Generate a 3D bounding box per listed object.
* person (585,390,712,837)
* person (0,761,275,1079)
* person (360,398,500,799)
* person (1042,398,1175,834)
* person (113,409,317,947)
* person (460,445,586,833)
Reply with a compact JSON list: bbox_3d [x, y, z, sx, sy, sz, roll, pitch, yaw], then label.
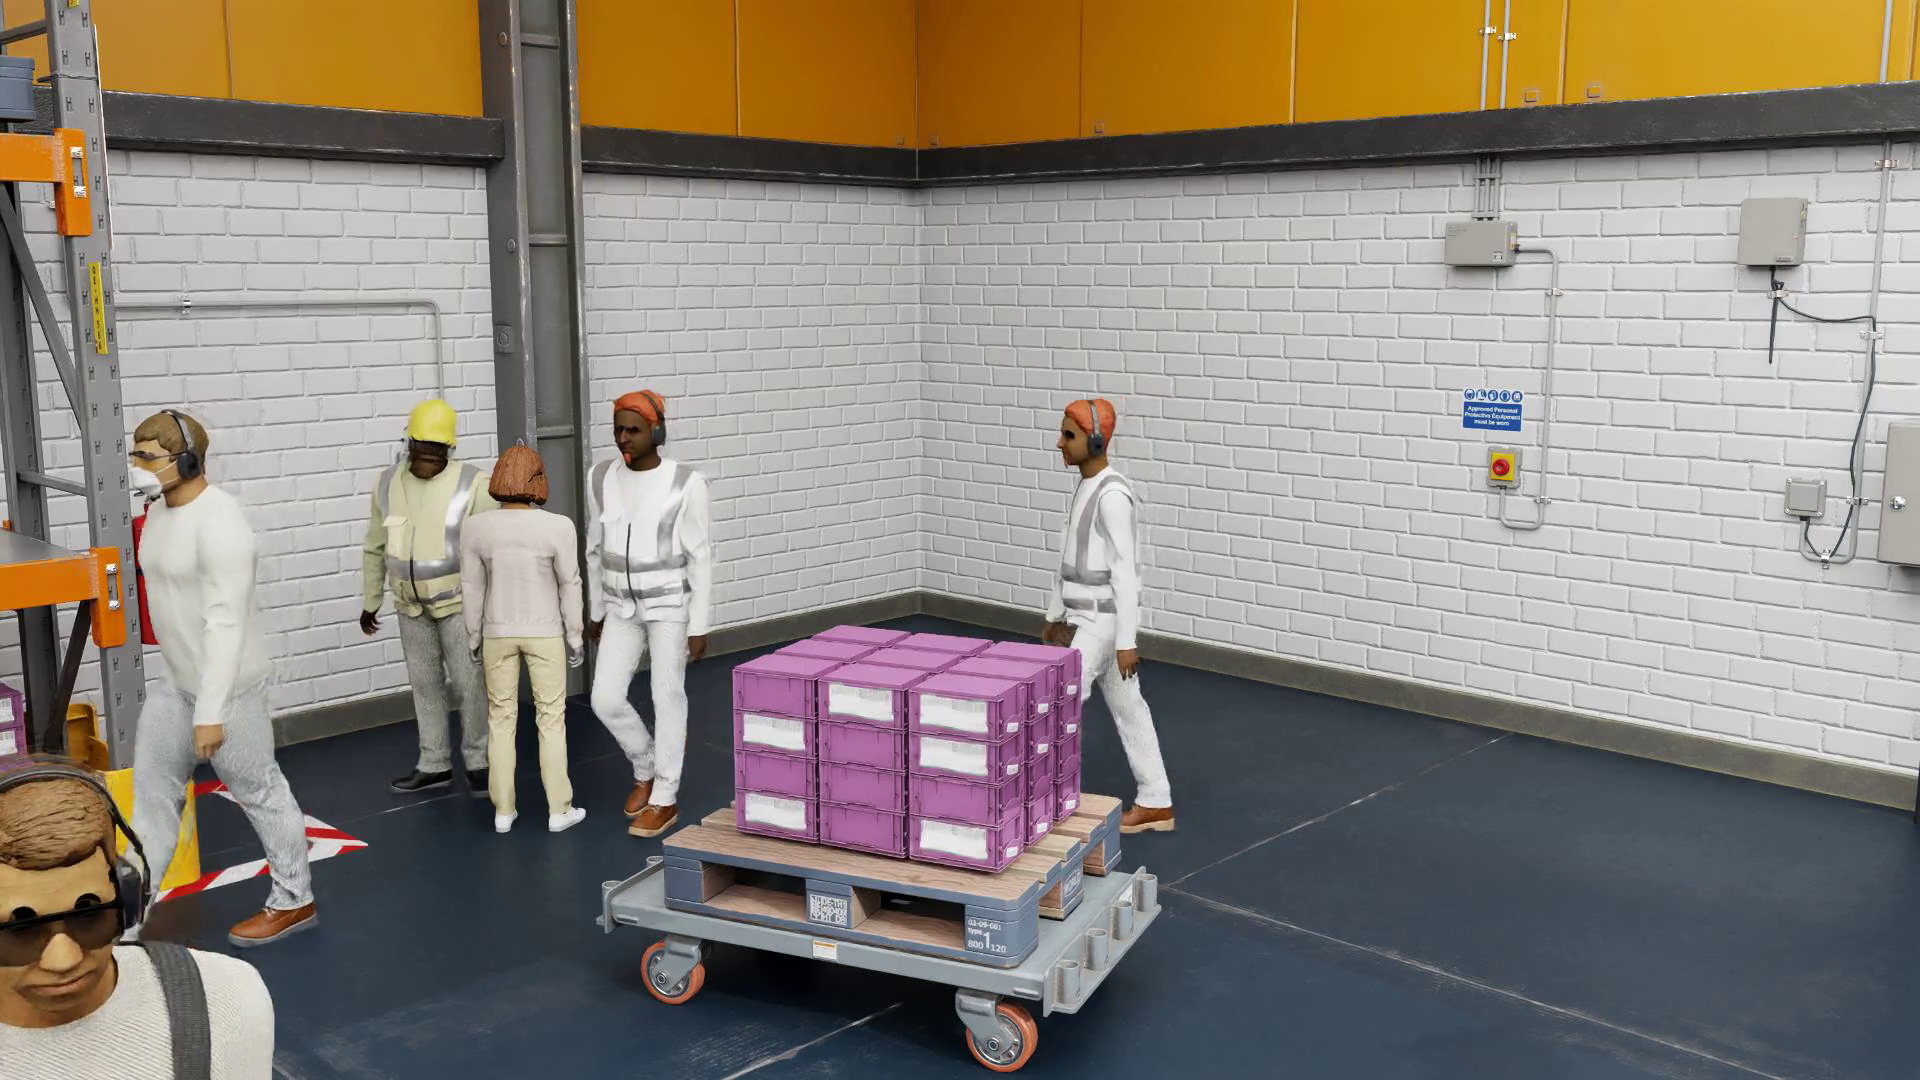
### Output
[{"bbox_3d":[-1.306,0.313,6.907,0.613,1.869,0.412,3,10,19],"label":"person"},{"bbox_3d":[-1.150,1.125,2.168,0.496,1.808,0.922,-8,12,-42],"label":"person"},{"bbox_3d":[-2.341,0.270,7.376,0.668,1.815,0.424,2,9,12],"label":"person"},{"bbox_3d":[0.468,0.338,6.860,0.965,1.831,0.606,-1,9,-5],"label":"person"},{"bbox_3d":[-2.628,0.521,5.554,0.655,1.893,0.975,8,12,40],"label":"person"},{"bbox_3d":[-1.829,0.419,6.986,0.504,1.632,0.269,0,9,2],"label":"person"}]
